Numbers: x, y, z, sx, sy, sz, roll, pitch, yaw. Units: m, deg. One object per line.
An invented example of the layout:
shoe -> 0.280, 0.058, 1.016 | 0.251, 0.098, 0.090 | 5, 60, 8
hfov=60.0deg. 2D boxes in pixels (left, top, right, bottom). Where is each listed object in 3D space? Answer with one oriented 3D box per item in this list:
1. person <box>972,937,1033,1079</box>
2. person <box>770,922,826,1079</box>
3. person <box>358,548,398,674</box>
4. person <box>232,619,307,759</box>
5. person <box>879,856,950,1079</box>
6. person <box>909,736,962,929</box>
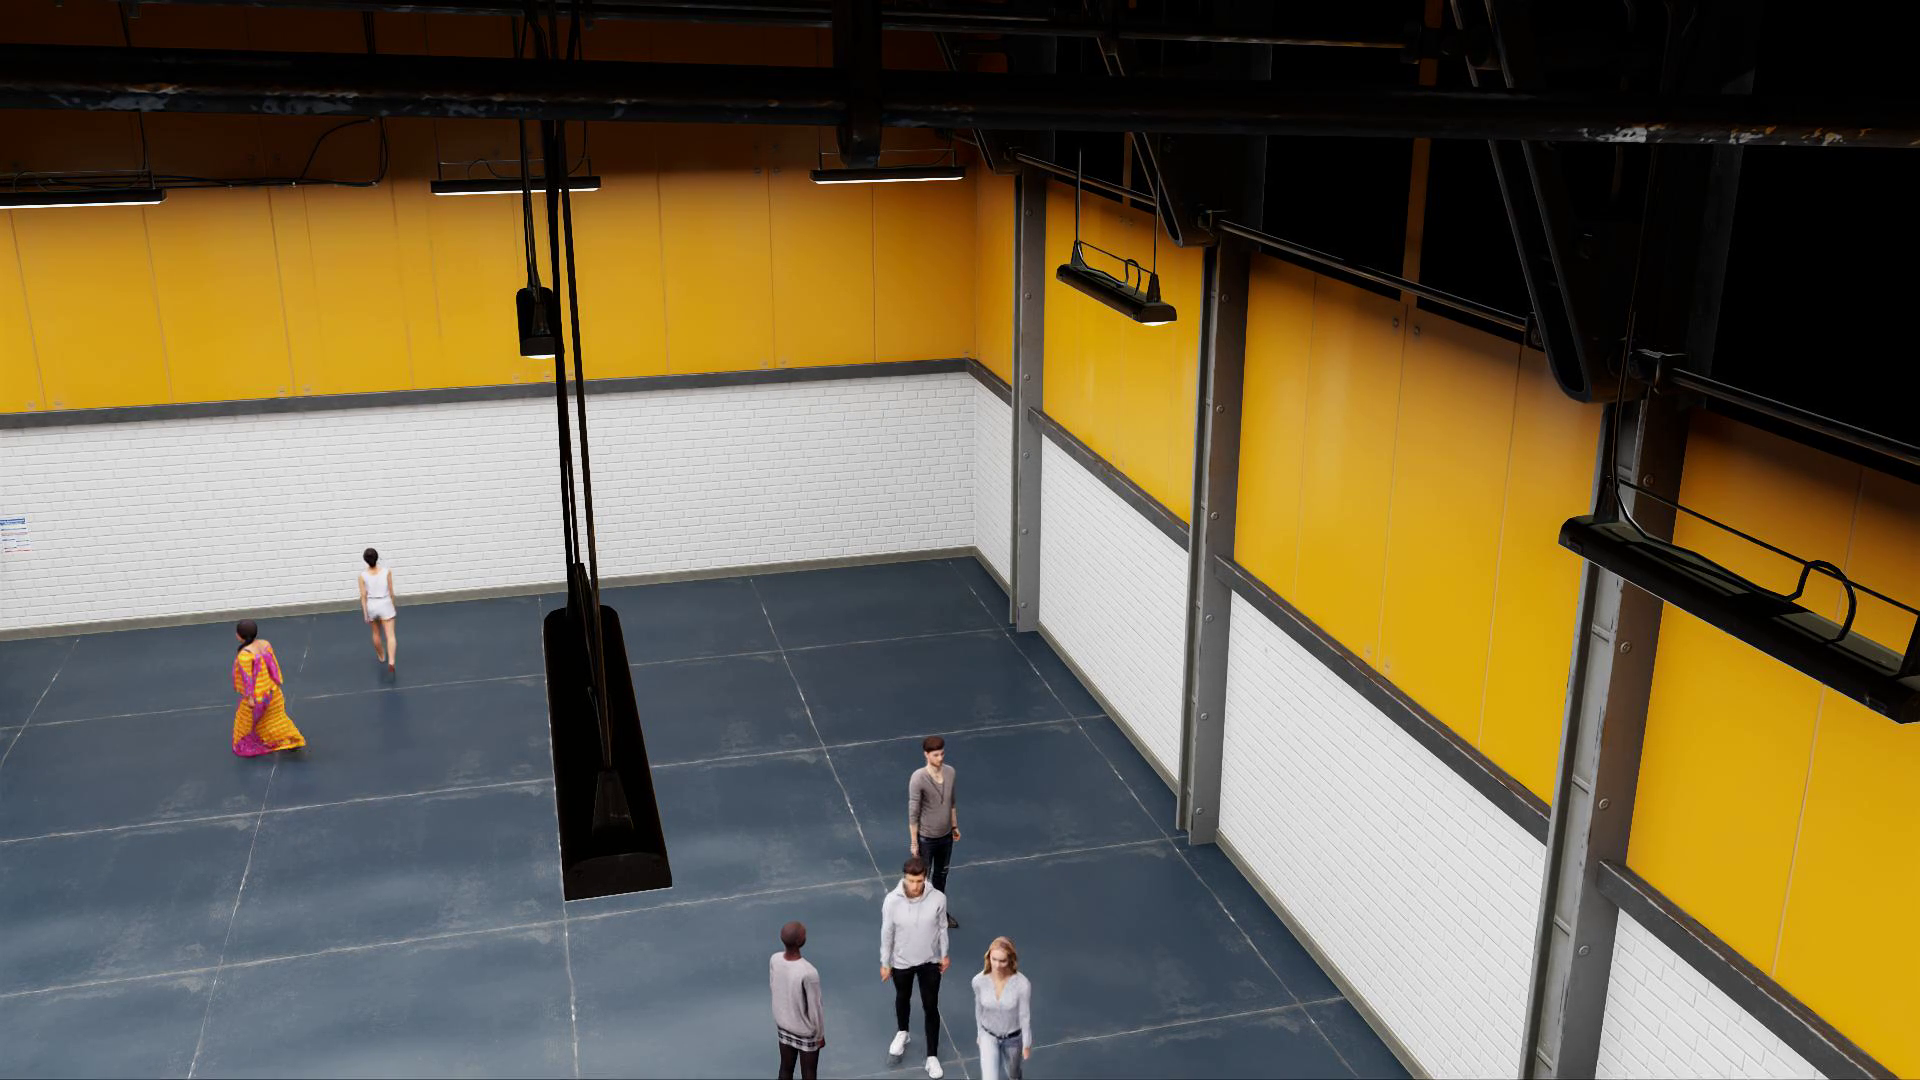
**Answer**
person -> 0.339, 3.670, 12.315 | 1.005, 1.755, 1.263 | 4, 19, 13
person -> -1.219, 3.628, 12.411 | 0.682, 1.772, 0.755 | 12, 22, 32
person -> -7.253, 0.896, 20.828 | 0.593, 1.579, 1.040 | -6, 20, -17
person -> -7.731, 1.661, 18.440 | 1.080, 1.652, 1.180 | 5, 19, 14
person -> -0.369, 3.287, 13.236 | 0.788, 1.892, 0.992 | -1, 19, -4
person -> -0.250, 2.654, 15.095 | 0.772, 1.905, 0.730 | -14, 23, -35
